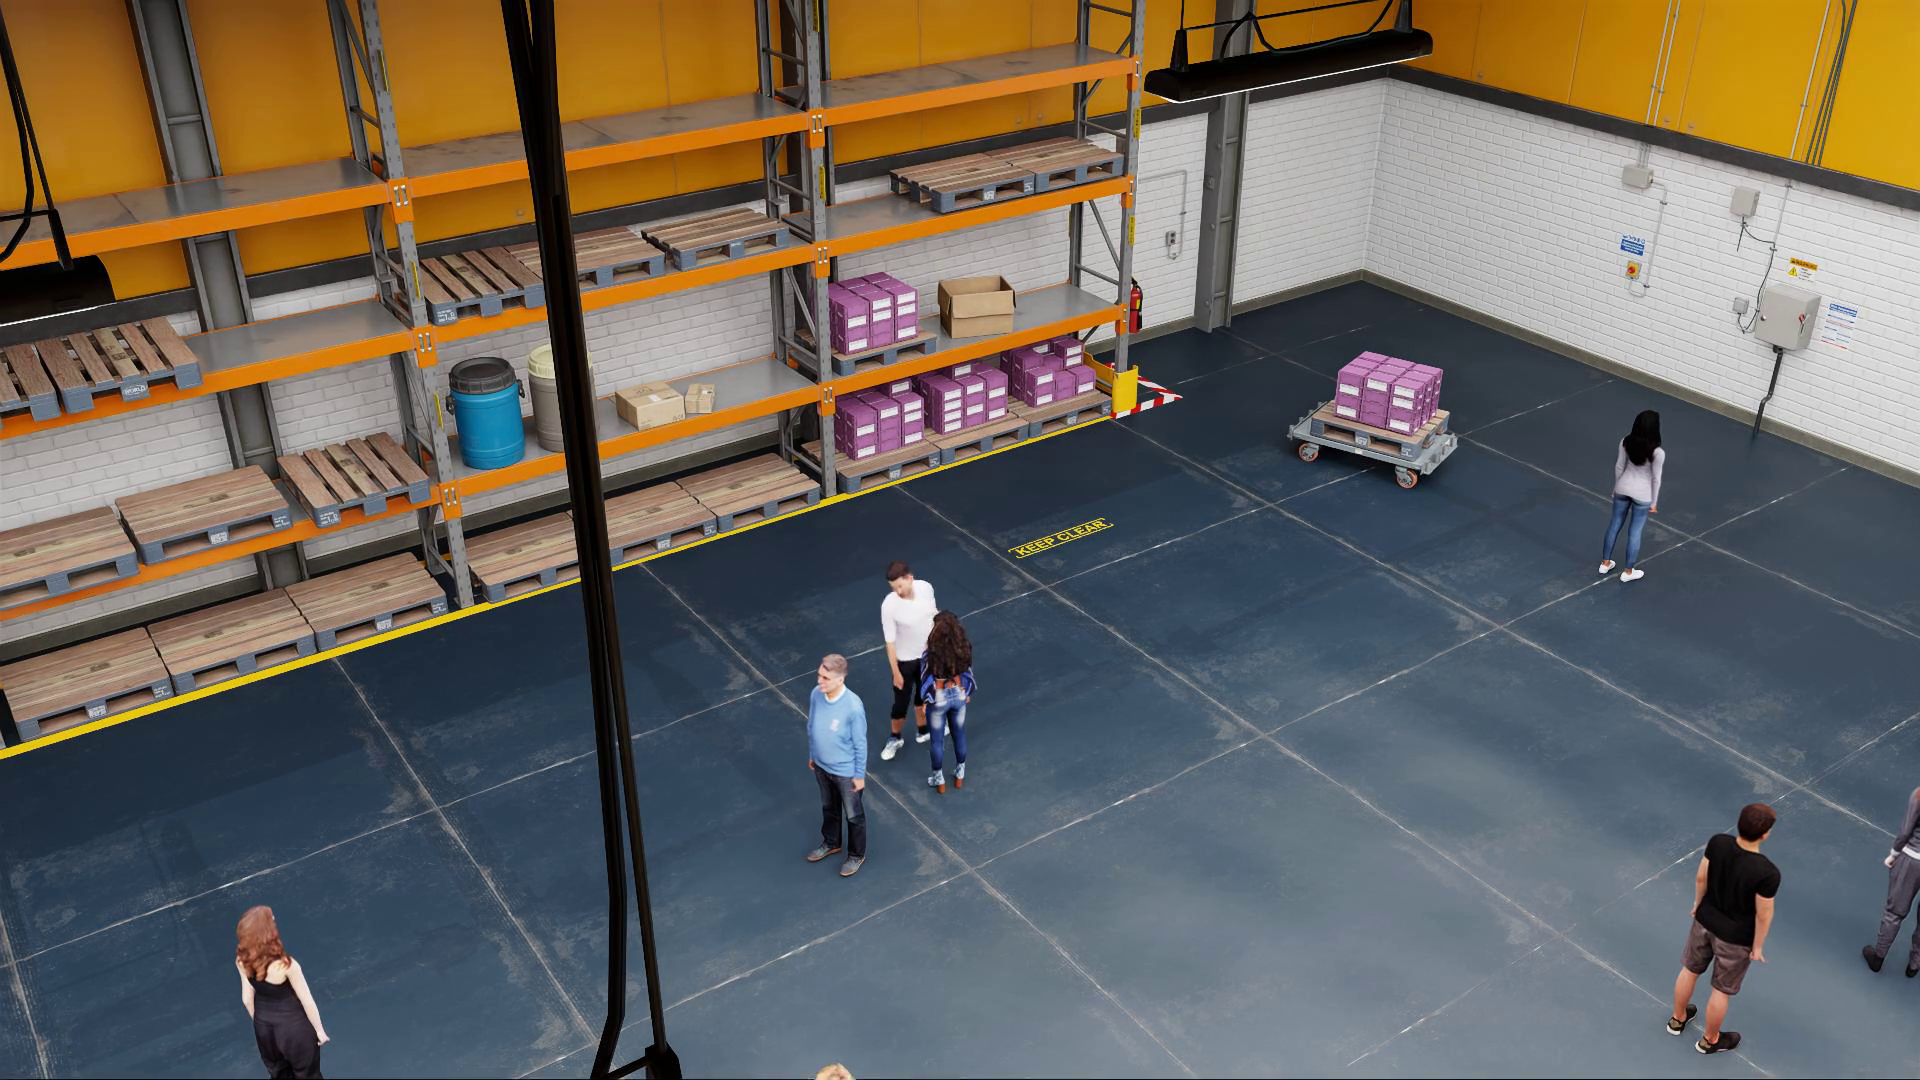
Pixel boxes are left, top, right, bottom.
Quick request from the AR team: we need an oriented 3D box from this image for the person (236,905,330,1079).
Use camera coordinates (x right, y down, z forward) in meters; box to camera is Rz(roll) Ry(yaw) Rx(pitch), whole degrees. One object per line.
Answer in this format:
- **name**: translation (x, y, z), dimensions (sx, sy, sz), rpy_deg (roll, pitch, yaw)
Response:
- **person**: translation (-3.990, 2.865, 9.780), dimensions (0.650, 1.746, 0.716), rpy_deg (4, 29, 7)

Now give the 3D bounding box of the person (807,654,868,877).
- **person**: translation (-0.879, 1.594, 12.034), dimensions (0.724, 1.819, 0.676), rpy_deg (20, 34, 32)

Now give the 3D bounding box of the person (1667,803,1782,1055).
- **person**: translation (4.810, 2.423, 10.470), dimensions (0.588, 1.861, 0.674), rpy_deg (-16, 33, -27)

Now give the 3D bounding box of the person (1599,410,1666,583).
- **person**: translation (6.409, -0.430, 15.831), dimensions (0.553, 1.736, 0.623), rpy_deg (-22, 36, -35)

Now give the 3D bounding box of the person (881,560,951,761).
- **person**: translation (-0.347, 0.886, 13.331), dimensions (0.924, 1.819, 0.516), rpy_deg (18, 33, 29)

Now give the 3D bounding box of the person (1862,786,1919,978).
- **person**: translation (6.408, 2.151, 11.055), dimensions (0.654, 1.779, 0.675), rpy_deg (9, 30, 17)

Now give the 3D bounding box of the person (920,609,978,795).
- **person**: translation (-0.108, 1.238, 12.897), dimensions (0.563, 1.618, 0.725), rpy_deg (-11, 30, -19)
